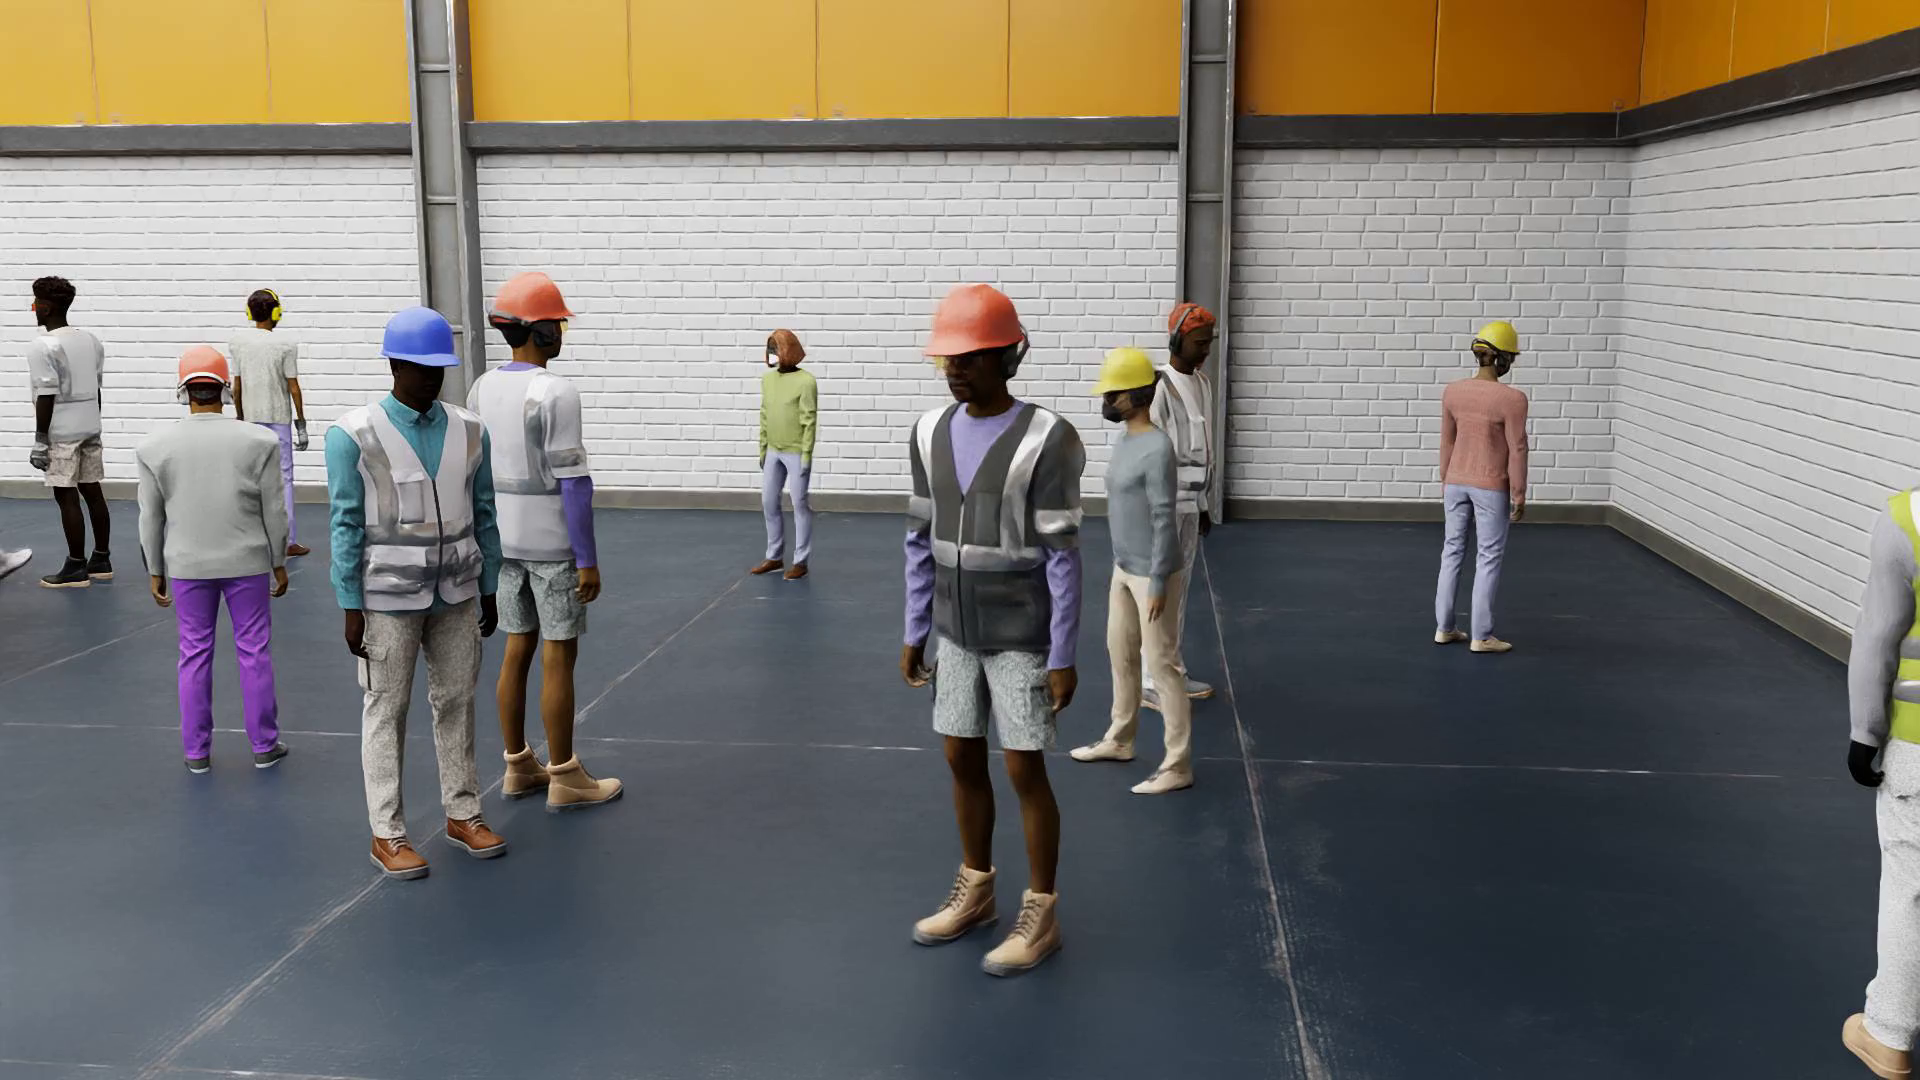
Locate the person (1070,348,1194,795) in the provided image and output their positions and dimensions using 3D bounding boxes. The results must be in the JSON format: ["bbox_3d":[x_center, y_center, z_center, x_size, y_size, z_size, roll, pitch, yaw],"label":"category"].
[{"bbox_3d":[0.689,0.118,6.603,0.419,1.747,0.612,-2,10,-14],"label":"person"}]

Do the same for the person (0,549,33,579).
[{"bbox_3d":[-6.420,-0.599,10.353,0.603,1.858,1.028,5,11,27],"label":"person"}]

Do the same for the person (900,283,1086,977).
[{"bbox_3d":[0.071,0.268,4.919,0.614,2.034,0.413,8,13,39],"label":"person"}]

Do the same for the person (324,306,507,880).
[{"bbox_3d":[-1.839,0.179,5.689,0.415,1.939,0.605,10,14,44],"label":"person"}]

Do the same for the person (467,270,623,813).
[{"bbox_3d":[-1.588,0.012,6.327,0.608,2.048,0.365,8,12,37],"label":"person"}]

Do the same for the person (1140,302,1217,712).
[{"bbox_3d":[1.009,-0.157,7.751,0.358,1.886,0.574,6,12,31],"label":"person"}]

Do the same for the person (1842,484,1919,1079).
[{"bbox_3d":[2.577,0.488,4.216,0.627,1.836,0.429,2,10,10],"label":"person"}]

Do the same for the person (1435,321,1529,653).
[{"bbox_3d":[2.775,-0.274,8.810,0.339,1.755,0.531,-8,12,-37],"label":"person"}]

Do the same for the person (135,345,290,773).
[{"bbox_3d":[-3.037,0.078,6.815,0.567,1.743,0.354,-3,10,-14],"label":"person"}]

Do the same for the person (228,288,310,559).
[{"bbox_3d":[-4.763,-0.797,11.492,0.509,1.864,0.331,1,10,5],"label":"person"}]

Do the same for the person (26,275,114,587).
[{"bbox_3d":[-5.653,-0.682,10.531,0.368,1.966,0.602,1,10,7],"label":"person"}]

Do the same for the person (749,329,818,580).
[{"bbox_3d":[-1.122,-0.553,10.769,0.513,1.624,0.288,8,13,38],"label":"person"}]
